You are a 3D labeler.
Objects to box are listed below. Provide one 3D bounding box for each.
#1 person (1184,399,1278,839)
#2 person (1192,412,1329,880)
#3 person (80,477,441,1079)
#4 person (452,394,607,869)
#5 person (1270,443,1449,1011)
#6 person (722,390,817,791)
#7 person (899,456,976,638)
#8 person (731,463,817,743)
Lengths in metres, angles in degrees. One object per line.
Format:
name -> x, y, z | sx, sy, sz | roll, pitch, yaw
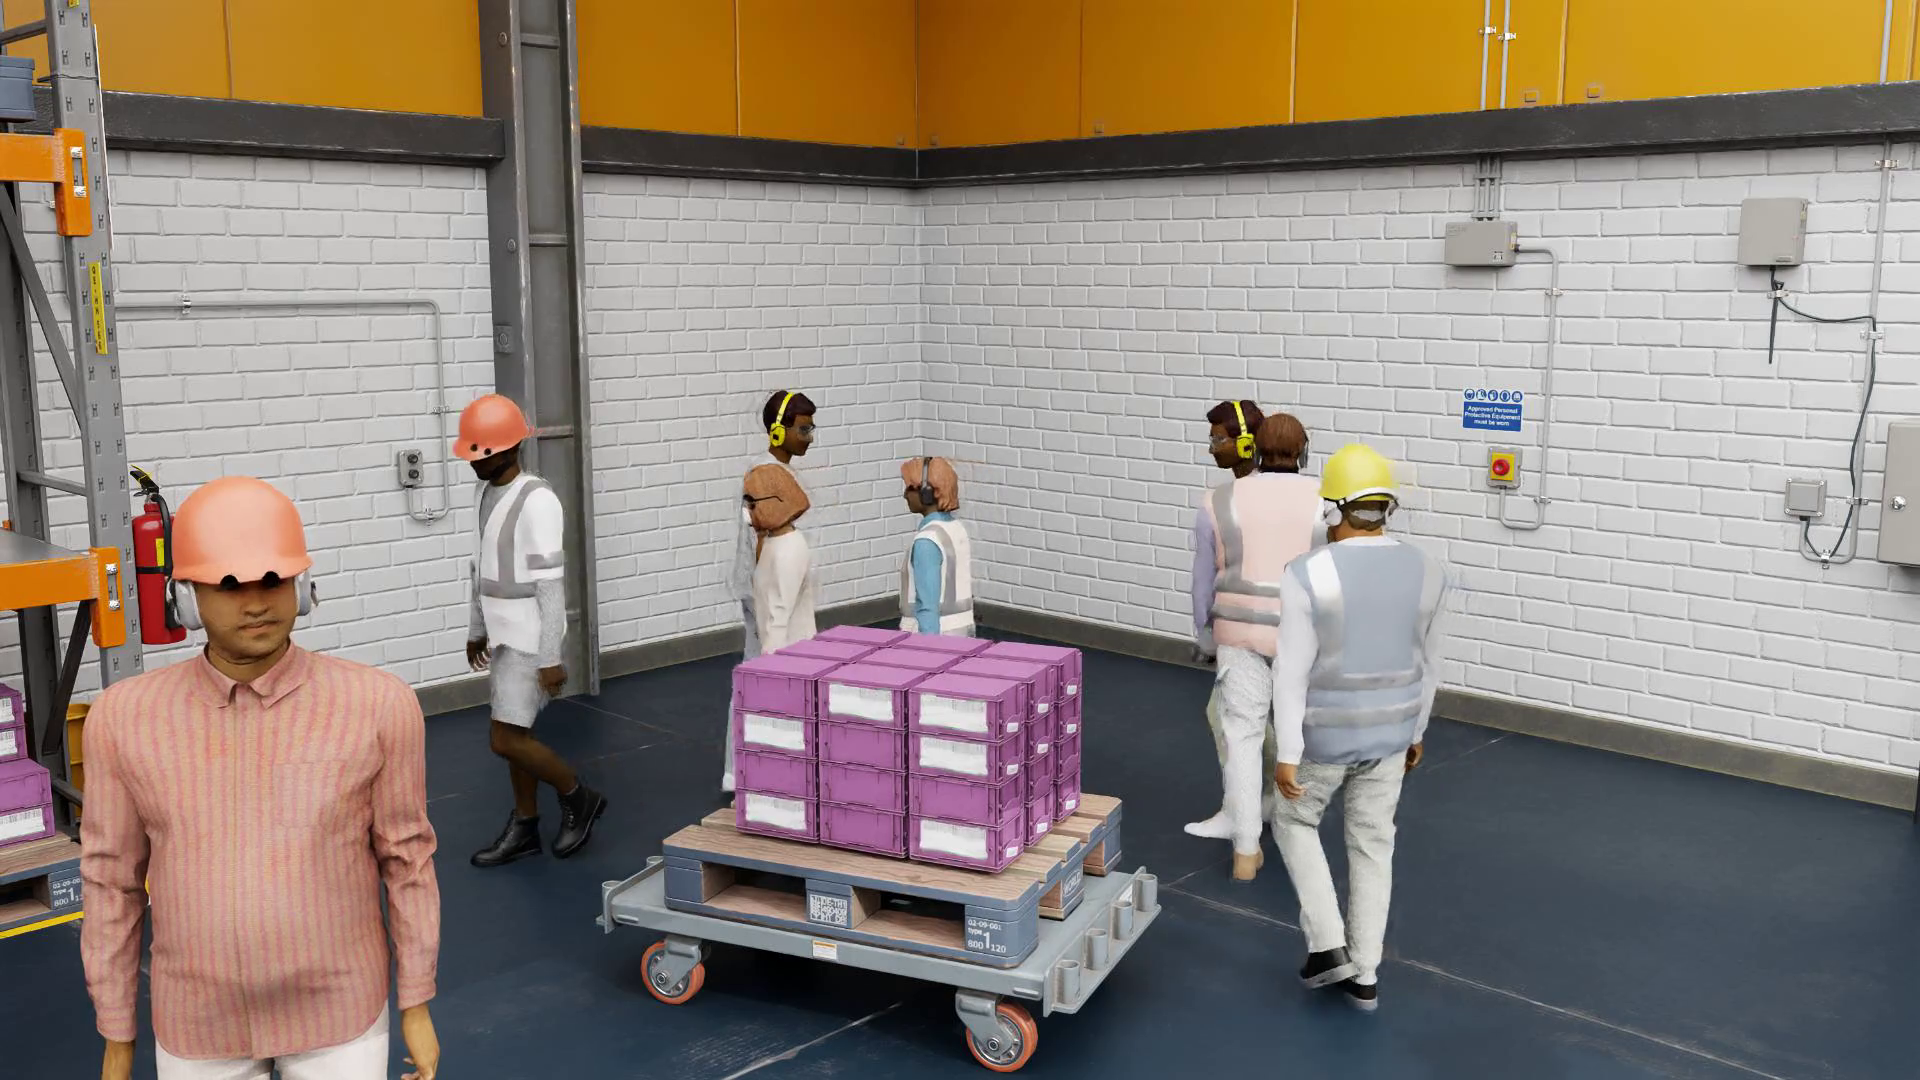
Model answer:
person -> 1.181, 0.349, 6.823 | 0.509, 1.839, 0.539 | 2, 9, 12
person -> 1.258, 0.383, 6.711 | 0.646, 1.790, 0.938 | 2, 9, 10
person -> -1.288, 0.872, 3.101 | 0.622, 1.994, 0.378 | -2, 10, -13
person -> -1.713, 0.374, 6.454 | 0.533, 1.898, 0.643 | -6, 11, -34
person -> 1.242, 0.600, 5.304 | 0.617, 1.814, 0.439 | -2, 10, -14
person -> -0.819, 0.250, 7.437 | 0.601, 1.837, 0.653 | -2, 10, -14
person -> -0.120, 0.475, 6.661 | 0.389, 1.624, 0.544 | 3, 10, 15
person -> -0.766, 0.505, 6.506 | 0.574, 1.609, 0.510 | -2, 10, -14
